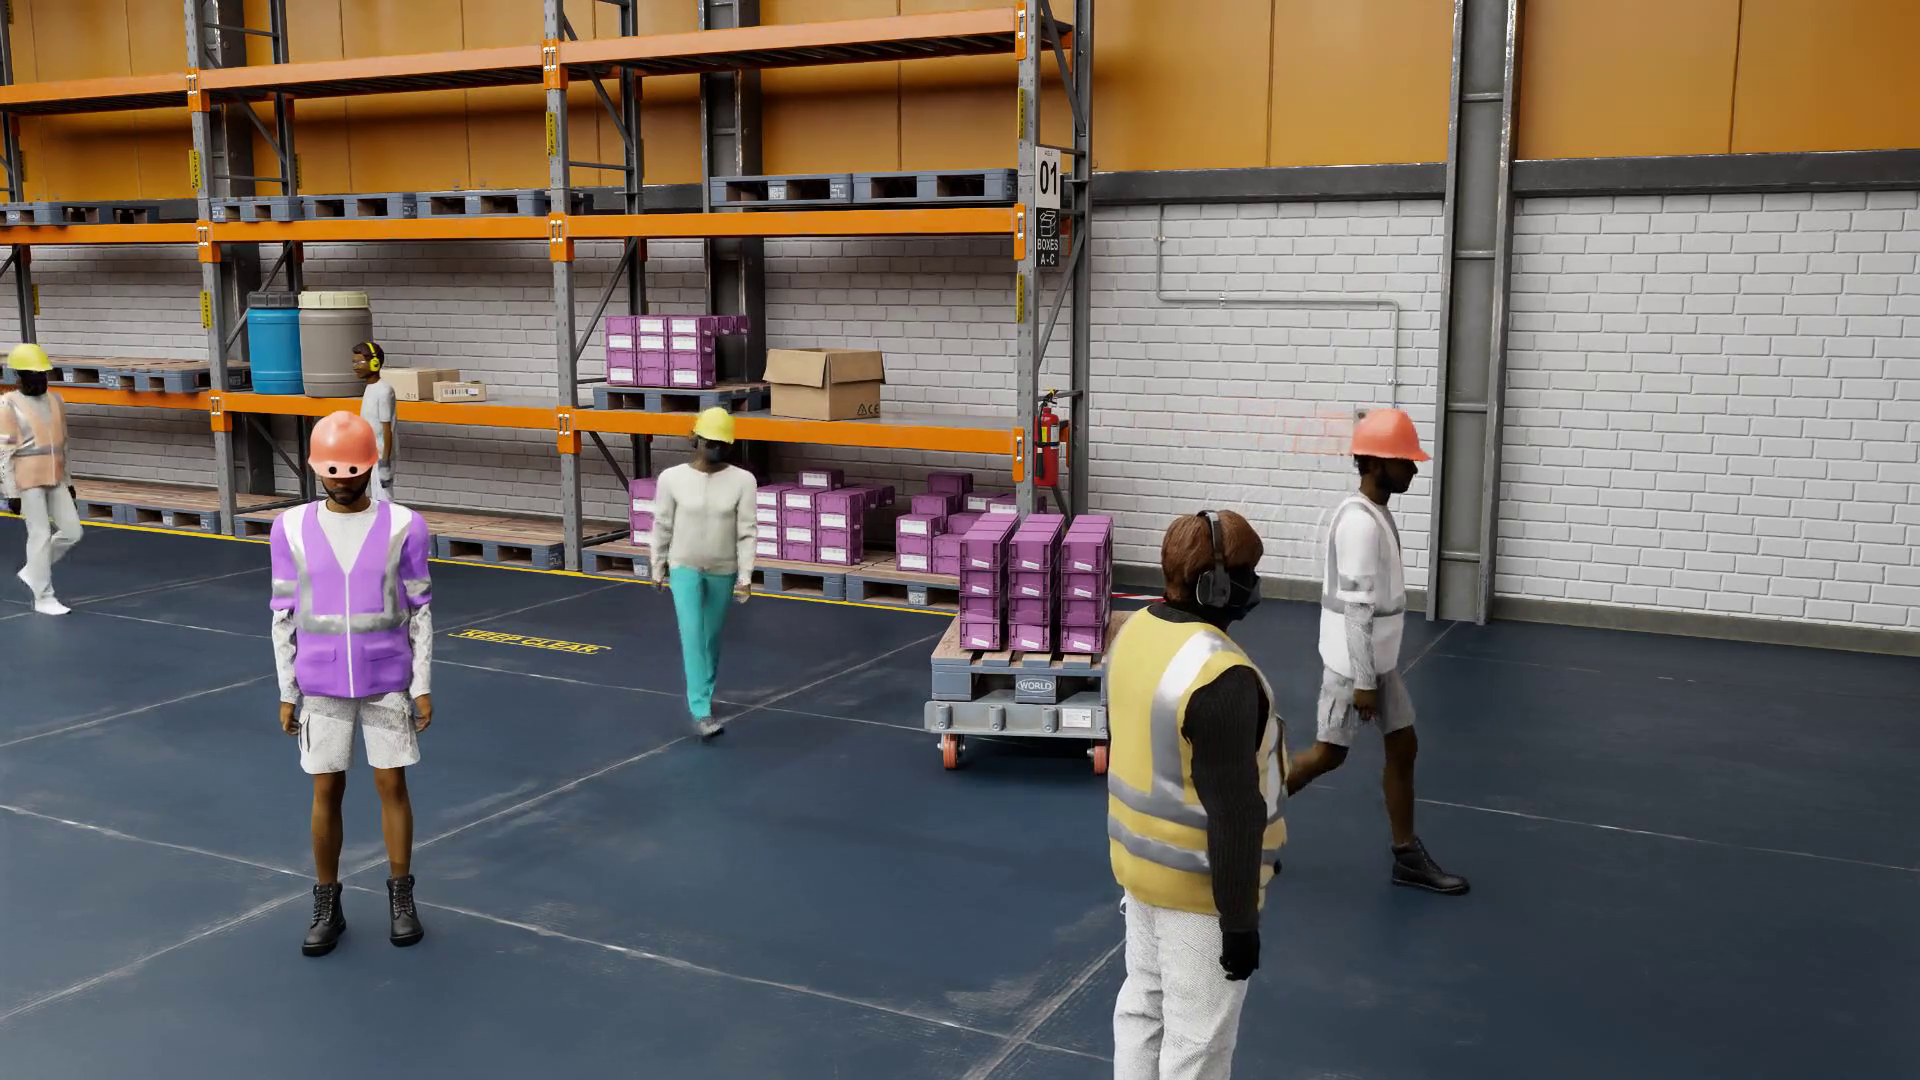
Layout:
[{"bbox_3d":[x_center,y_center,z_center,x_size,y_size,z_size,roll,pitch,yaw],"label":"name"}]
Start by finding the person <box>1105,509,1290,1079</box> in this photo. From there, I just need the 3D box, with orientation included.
[{"bbox_3d":[0.584,0.836,4.103,0.430,1.843,0.626,-3,10,-17],"label":"person"}]

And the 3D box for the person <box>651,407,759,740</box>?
[{"bbox_3d":[-1.325,0.160,8.643,0.540,1.710,0.861,-2,10,-15],"label":"person"}]

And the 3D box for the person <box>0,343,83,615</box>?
[{"bbox_3d":[-6.456,-0.420,11.639,0.461,1.908,0.604,2,10,15],"label":"person"}]

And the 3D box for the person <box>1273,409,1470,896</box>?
[{"bbox_3d":[1.487,0.429,6.468,0.946,1.902,0.556,4,10,22],"label":"person"}]

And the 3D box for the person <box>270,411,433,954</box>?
[{"bbox_3d":[-2.142,0.503,5.895,0.542,1.929,0.368,-3,10,-15],"label":"person"}]

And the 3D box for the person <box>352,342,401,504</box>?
[{"bbox_3d":[-4.526,-0.605,12.943,0.327,1.861,0.513,-6,11,-32],"label":"person"}]
